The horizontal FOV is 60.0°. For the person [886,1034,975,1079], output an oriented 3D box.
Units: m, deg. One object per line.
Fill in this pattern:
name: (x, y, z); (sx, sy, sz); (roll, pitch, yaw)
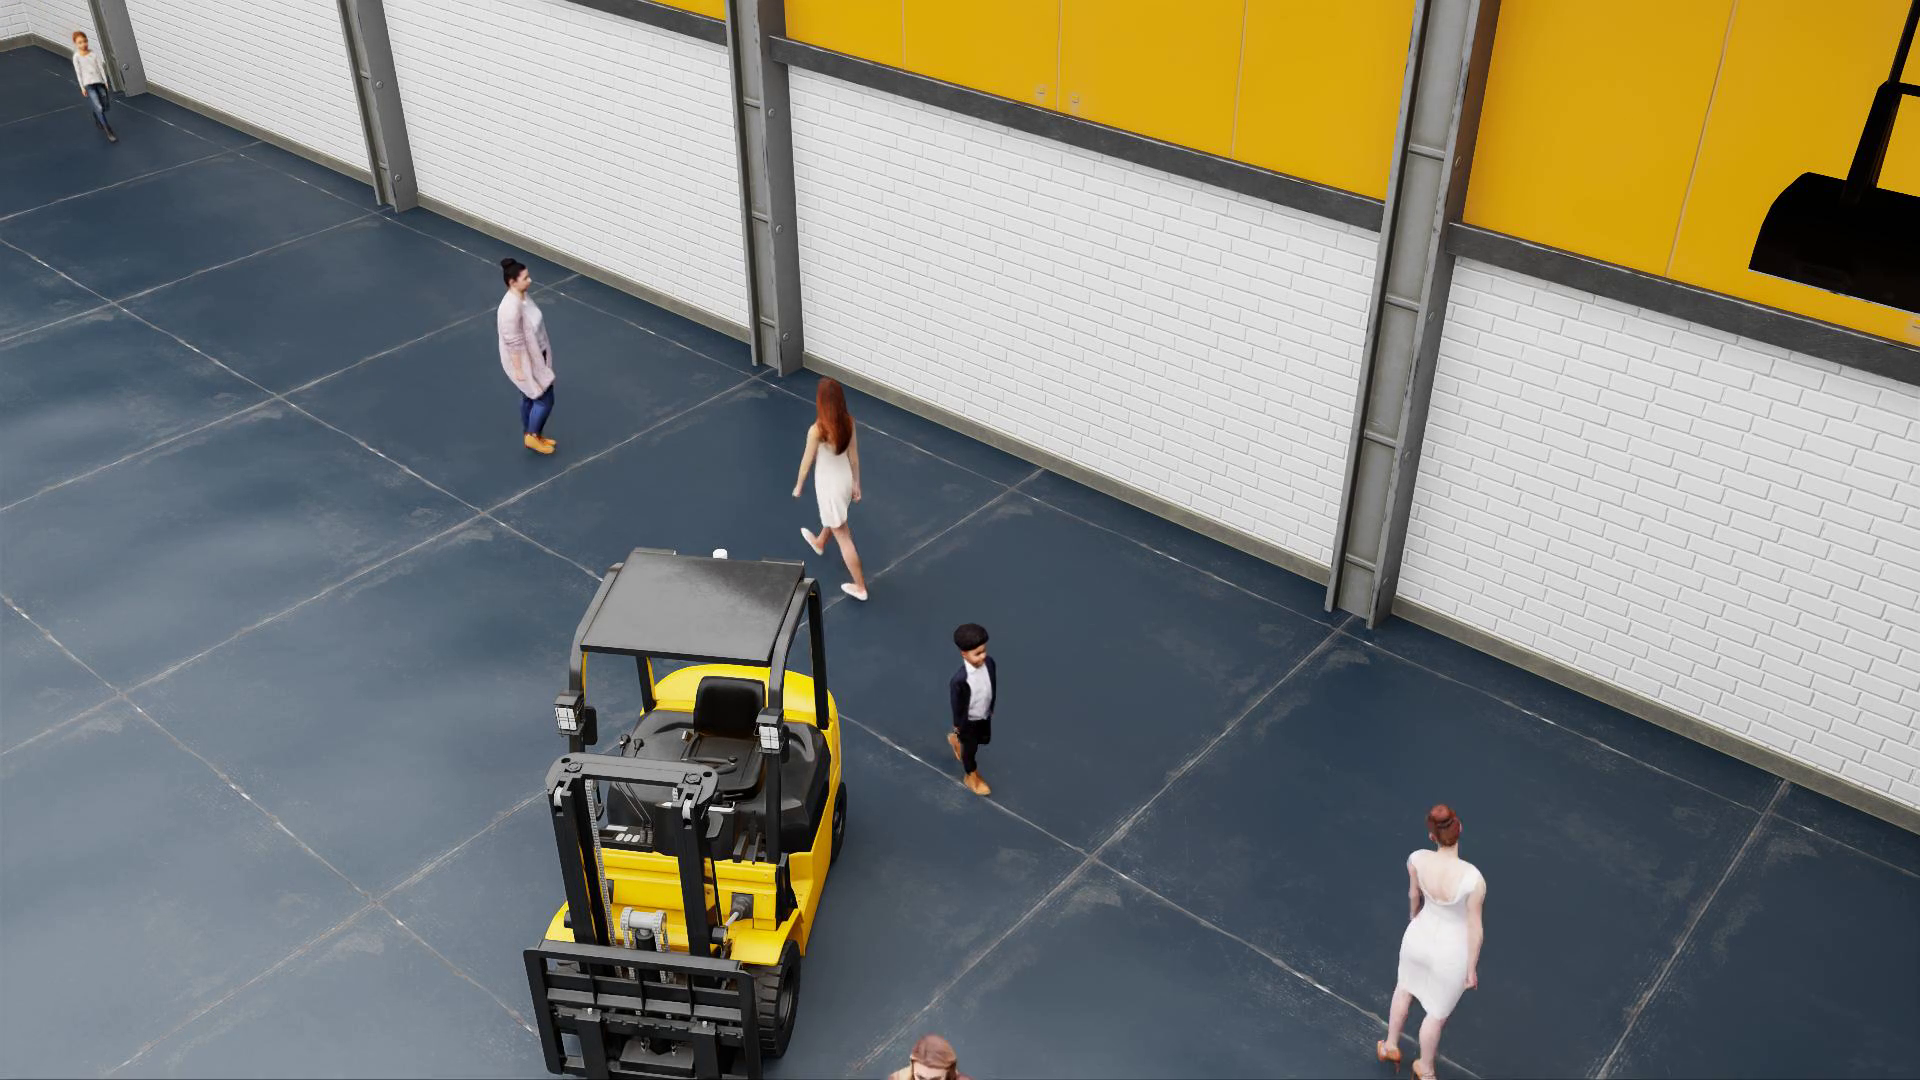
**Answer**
person: (-0.094, 2.710, 7.349); (1.017, 1.684, 0.966); (5, 34, 8)

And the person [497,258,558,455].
person: (-3.635, -1.493, 13.624); (0.903, 1.738, 0.852); (0, 34, -1)

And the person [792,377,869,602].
person: (-0.846, -0.319, 11.932); (0.656, 1.655, 1.159); (-28, 43, -36)

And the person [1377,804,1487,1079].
person: (2.374, 2.089, 8.204); (0.732, 1.772, 0.491); (-16, 37, -22)

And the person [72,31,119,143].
person: (-10.424, -5.461, 19.985); (0.515, 1.305, 0.795); (-28, 43, -35)

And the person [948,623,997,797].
person: (0.040, 1.014, 10.325); (0.570, 1.213, 0.723); (-24, 41, -32)
